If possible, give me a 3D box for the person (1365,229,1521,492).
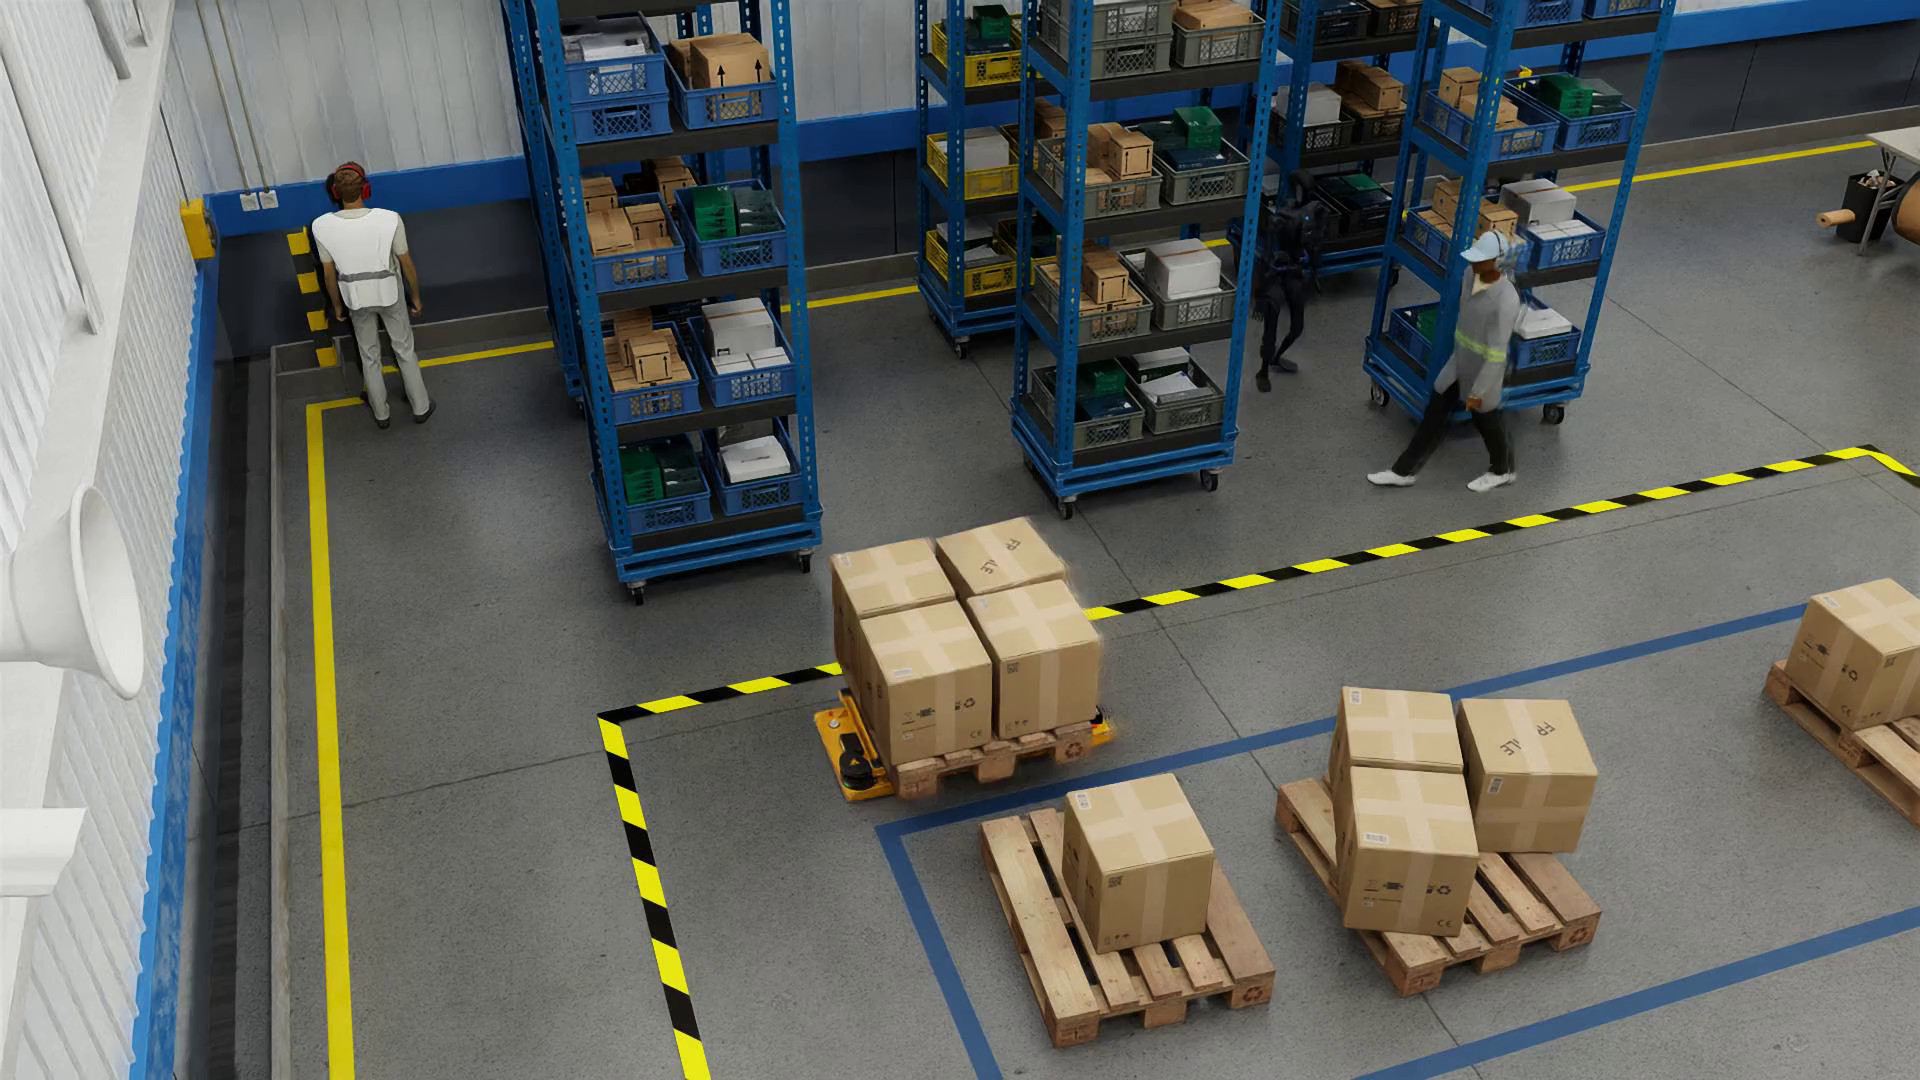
[{"bbox_3d":[3.116,-1.062,10.234,0.940,1.797,0.602,-10,36,-13],"label":"person"}]

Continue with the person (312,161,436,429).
[{"bbox_3d":[-3.835,-1.573,10.916,0.568,1.844,0.380,-8,36,-11],"label":"person"}]

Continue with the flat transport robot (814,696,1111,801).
[{"bbox_3d":[0.006,0.933,8.708,1.431,0.197,0.652,-11,37,-15],"label":"flat transport robot"}]

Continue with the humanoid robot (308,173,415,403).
[{"bbox_3d":[-3.991,-1.648,11.177,0.587,1.648,0.432,-13,37,-18],"label":"humanoid robot"}]

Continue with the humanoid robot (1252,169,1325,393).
[{"bbox_3d":[2.215,-1.792,11.373,0.589,1.642,0.392,-24,42,-30],"label":"humanoid robot"}]

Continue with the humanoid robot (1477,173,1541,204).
[{"bbox_3d":[3.999,-2.426,12.315,0.782,1.628,0.591,-19,39,-25],"label":"humanoid robot"}]
